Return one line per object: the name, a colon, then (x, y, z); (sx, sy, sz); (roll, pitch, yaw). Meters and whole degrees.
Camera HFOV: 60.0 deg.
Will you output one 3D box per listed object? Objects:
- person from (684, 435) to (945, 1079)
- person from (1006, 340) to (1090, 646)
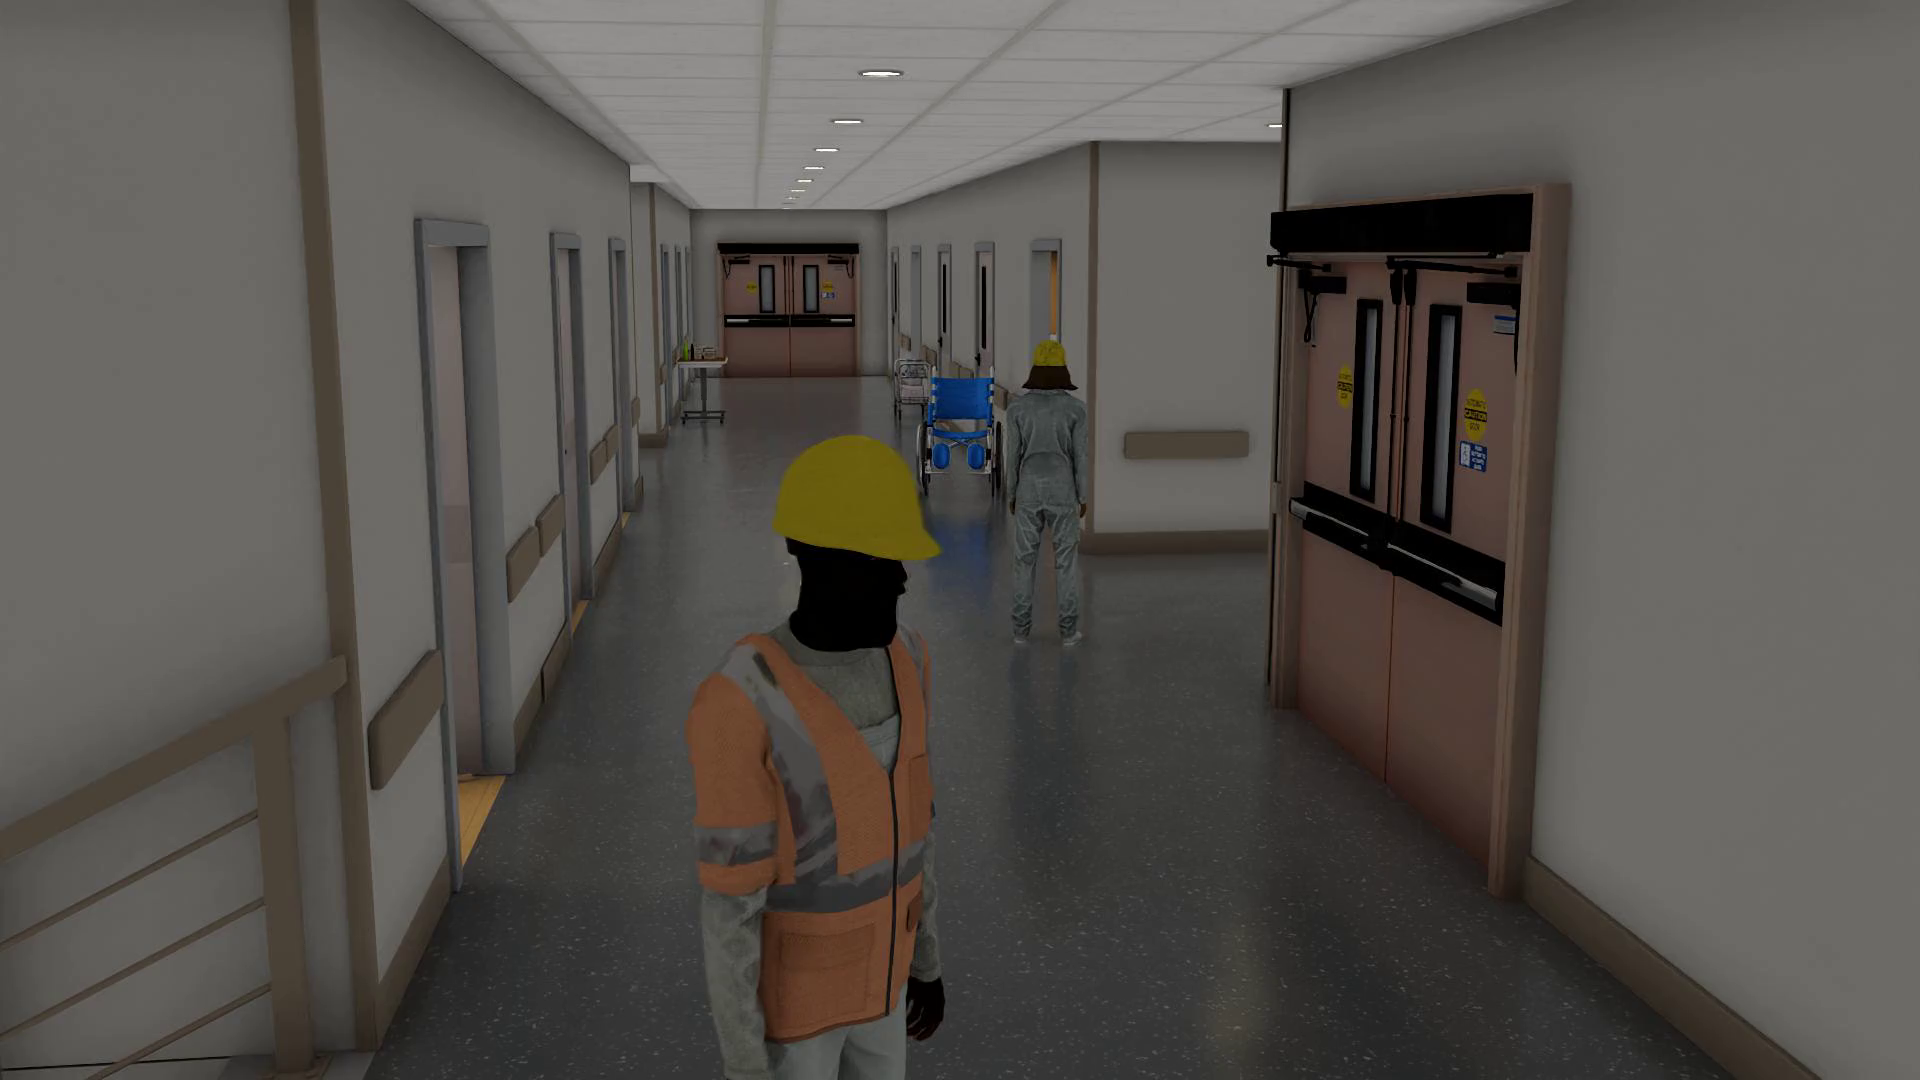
person: (-0.211, 0.770, 2.913); (0.398, 1.920, 0.586); (6, 12, 33)
person: (0.502, -0.267, 9.494); (0.482, 1.735, 0.339); (2, 10, 13)
